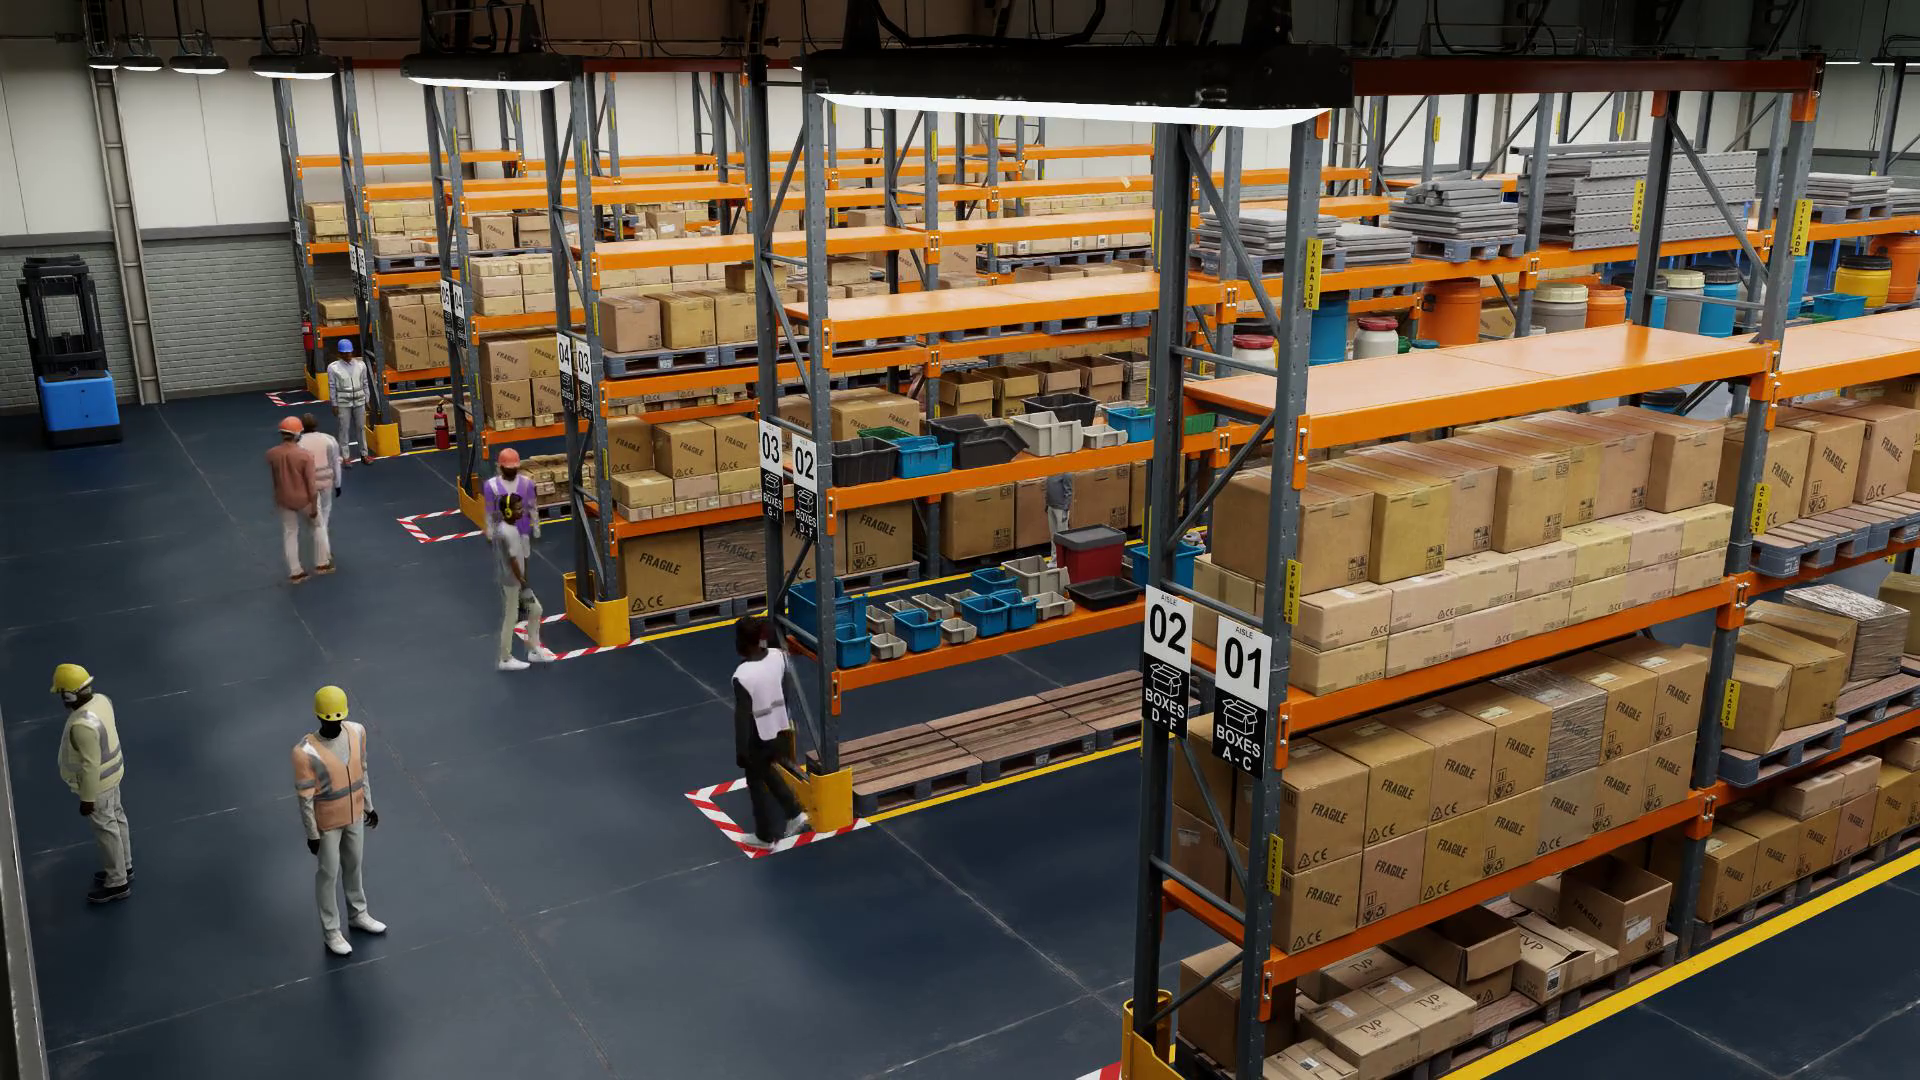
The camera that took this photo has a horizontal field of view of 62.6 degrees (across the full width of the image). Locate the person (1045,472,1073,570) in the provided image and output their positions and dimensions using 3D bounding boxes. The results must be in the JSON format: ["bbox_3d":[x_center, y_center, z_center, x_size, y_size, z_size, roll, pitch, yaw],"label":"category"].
[{"bbox_3d":[1.162,-0.383,18.896,0.277,1.636,0.503,-9,19,-26],"label":"person"}]

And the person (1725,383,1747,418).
[{"bbox_3d":[11.055,-1.522,22.559,0.412,1.678,0.589,6,18,19],"label":"person"}]

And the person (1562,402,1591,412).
[{"bbox_3d":[10.045,-2.551,25.609,0.601,1.884,0.991,-12,21,-35],"label":"person"}]

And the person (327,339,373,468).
[{"bbox_3d":[-9.249,-2.085,23.950,0.603,1.949,0.384,-14,22,-38],"label":"person"}]

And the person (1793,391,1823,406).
[{"bbox_3d":[15.045,-3.243,27.761,0.359,1.938,0.635,-16,23,-42],"label":"person"}]

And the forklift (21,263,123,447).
[{"bbox_3d":[-14.518,-3.079,25.708,1.129,2.768,1.873,-10,20,-31],"label":"forklift"}]

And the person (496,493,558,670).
[{"bbox_3d":[-4.388,0.430,15.875,0.717,1.845,0.531,-2,17,-7],"label":"person"}]

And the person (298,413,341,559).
[{"bbox_3d":[-8.063,-0.696,19.657,0.637,1.791,0.958,-14,22,-38],"label":"person"}]

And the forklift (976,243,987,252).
[{"bbox_3d":[0.988,-5.474,34.718,1.214,2.155,2.313,-10,20,-31],"label":"forklift"}]

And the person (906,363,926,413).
[{"bbox_3d":[-0.610,-1.692,22.731,0.407,1.906,0.653,2,17,8],"label":"person"}]

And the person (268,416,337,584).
[{"bbox_3d":[-7.824,-0.508,18.751,0.617,1.970,0.747,2,17,7],"label":"person"}]

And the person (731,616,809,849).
[{"bbox_3d":[-1.505,1.502,12.243,0.485,1.908,0.634,8,19,25],"label":"person"}]

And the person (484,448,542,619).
[{"bbox_3d":[-4.908,-0.077,17.414,0.567,1.910,0.711,-9,19,-28],"label":"person"}]

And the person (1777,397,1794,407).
[{"bbox_3d":[12.410,-2.104,24.088,0.644,1.904,0.399,2,17,5],"label":"person"}]

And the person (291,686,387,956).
[{"bbox_3d":[-4.284,1.901,10.921,0.383,1.924,0.589,9,19,26],"label":"person"}]

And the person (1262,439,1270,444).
[{"bbox_3d":[4.499,-1.951,23.613,0.978,1.895,0.561,-12,21,-34],"label":"person"}]

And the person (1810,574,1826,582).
[{"bbox_3d":[9.967,-0.425,18.490,0.929,1.966,0.622,-12,21,-35],"label":"person"}]

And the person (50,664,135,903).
[{"bbox_3d":[-6.351,1.757,11.564,0.403,1.824,0.586,-5,18,-15],"label":"person"}]
